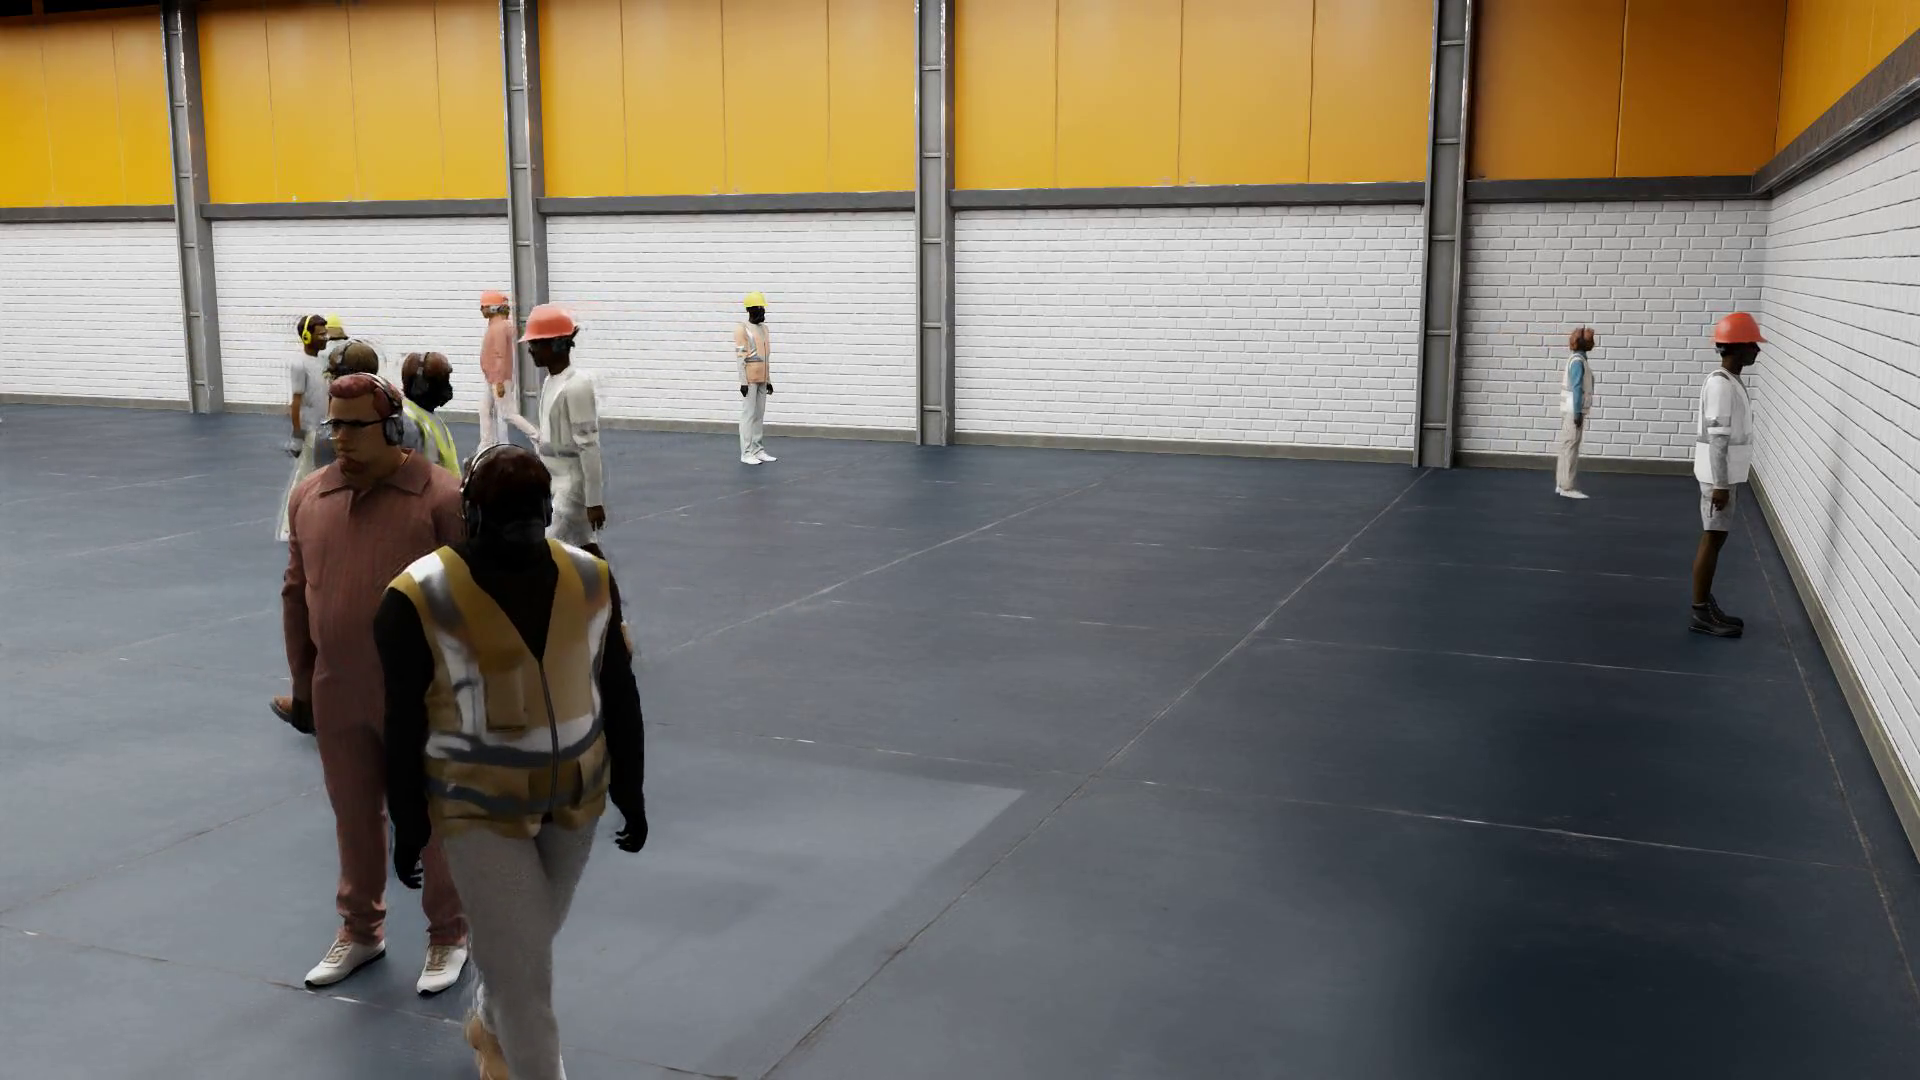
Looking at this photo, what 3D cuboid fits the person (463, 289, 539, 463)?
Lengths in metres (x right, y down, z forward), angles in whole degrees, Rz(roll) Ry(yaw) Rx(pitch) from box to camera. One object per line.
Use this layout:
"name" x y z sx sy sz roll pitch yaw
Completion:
"person" -5.109 -1.827 18.656 0.895 1.968 0.622 -4 10 -22

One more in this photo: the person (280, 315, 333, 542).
"person" -5.055 -0.874 13.307 0.946 1.828 0.516 -1 9 -6

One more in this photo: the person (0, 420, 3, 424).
"person" -13.641 -2.400 22.948 0.553 1.681 0.674 9 13 43

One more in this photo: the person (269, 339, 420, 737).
"person" -2.765 0.040 7.564 1.014 1.884 0.635 2 9 9

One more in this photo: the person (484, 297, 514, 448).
"person" -5.340 -1.890 19.345 0.335 1.862 0.521 -7 12 -38

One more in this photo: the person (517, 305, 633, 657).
"person" -2.283 -0.278 9.141 1.000 1.994 0.639 -4 10 -23

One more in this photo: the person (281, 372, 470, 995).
"person" -1.763 0.443 5.069 0.652 1.904 0.403 2 10 10

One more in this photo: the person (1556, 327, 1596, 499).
"person" 5.911 -1.219 15.949 0.310 1.637 0.522 3 10 18

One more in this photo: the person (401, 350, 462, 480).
"person" -2.787 -0.050 8.366 0.857 1.809 0.612 0 9 0

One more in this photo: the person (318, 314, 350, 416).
"person" -6.517 -1.487 17.318 0.506 1.712 0.763 -8 12 -41

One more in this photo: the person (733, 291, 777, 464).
"person" -2.301 -1.821 18.709 0.358 1.930 0.588 4 10 25

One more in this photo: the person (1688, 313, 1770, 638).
"person" 4.620 -0.391 10.020 0.357 1.938 0.552 5 11 28

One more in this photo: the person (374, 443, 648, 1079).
"person" -1.118 0.643 4.184 0.637 1.805 0.939 -8 12 -40
